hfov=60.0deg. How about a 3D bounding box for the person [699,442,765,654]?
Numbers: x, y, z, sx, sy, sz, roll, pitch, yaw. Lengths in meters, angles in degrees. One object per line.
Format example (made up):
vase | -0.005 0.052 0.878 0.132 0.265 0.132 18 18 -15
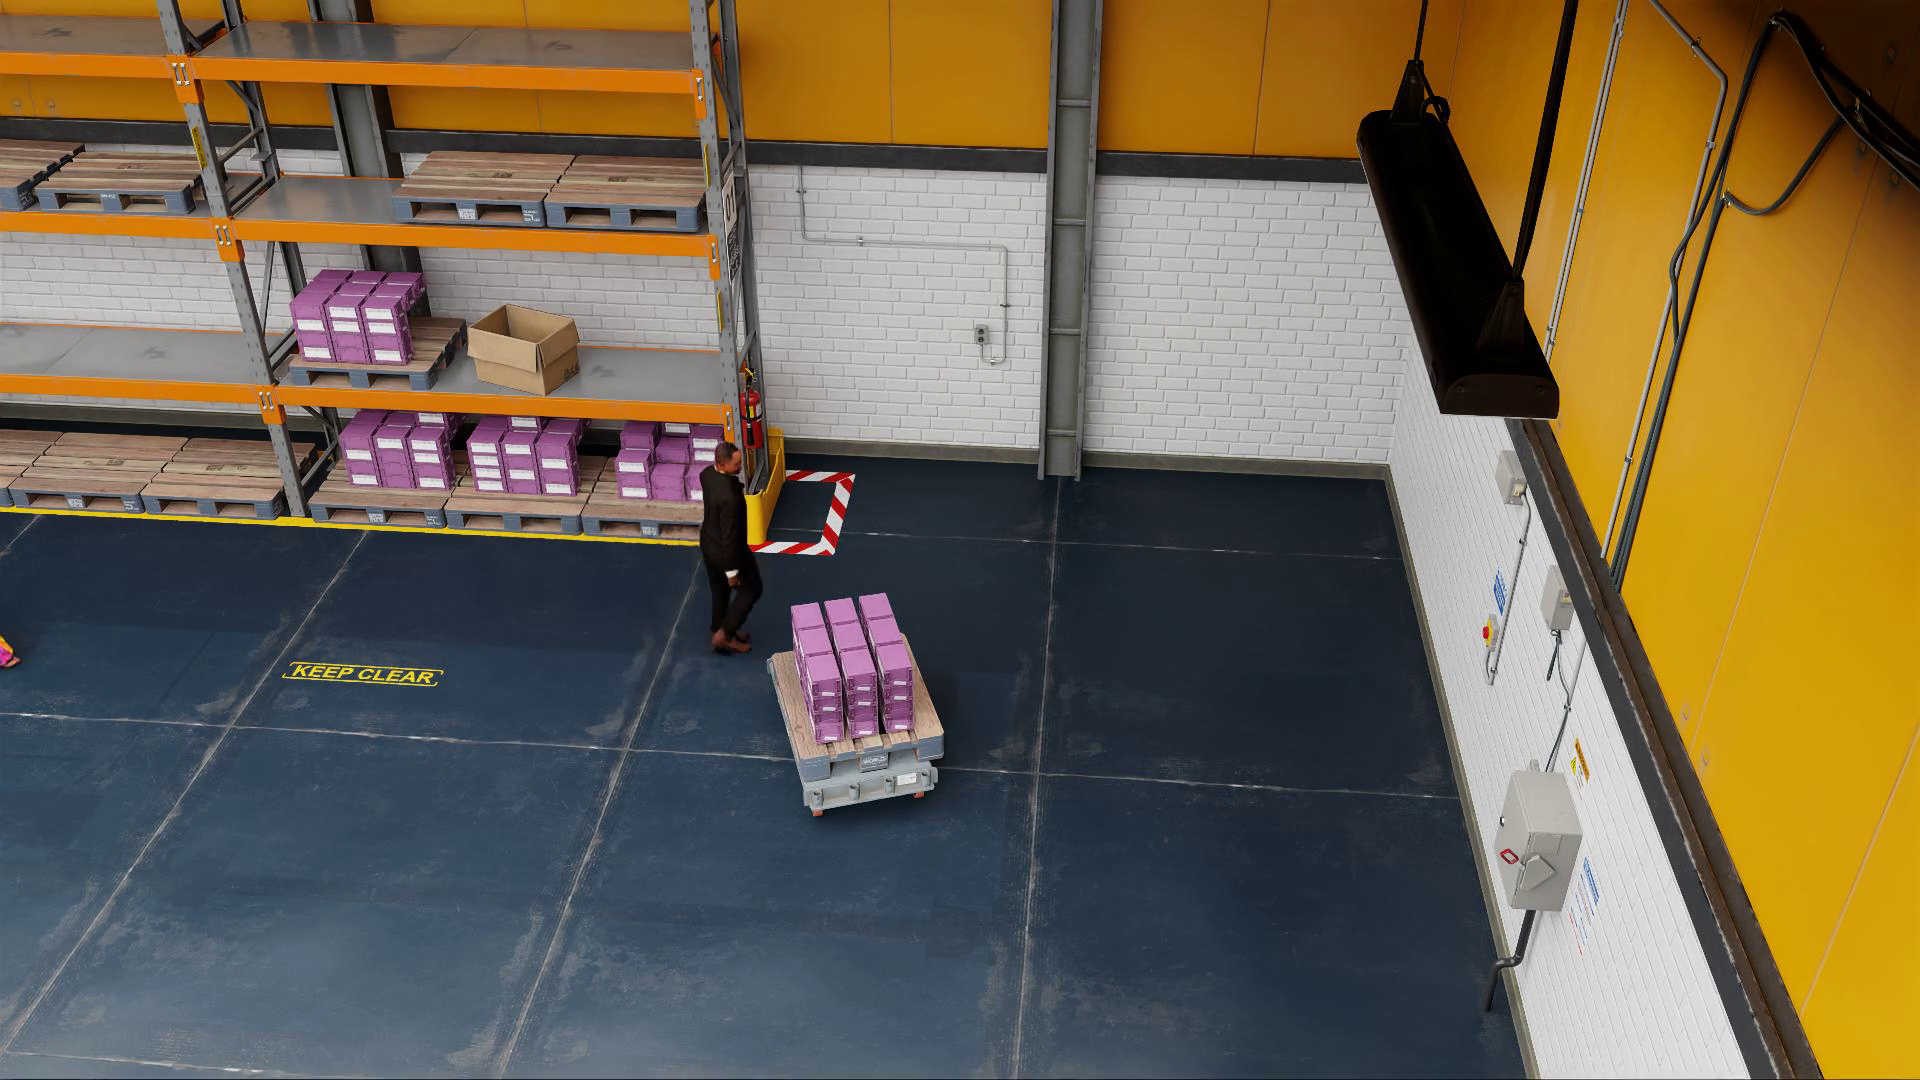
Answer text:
person | -1.854 0.105 12.562 0.917 1.890 0.879 -22 39 -29
